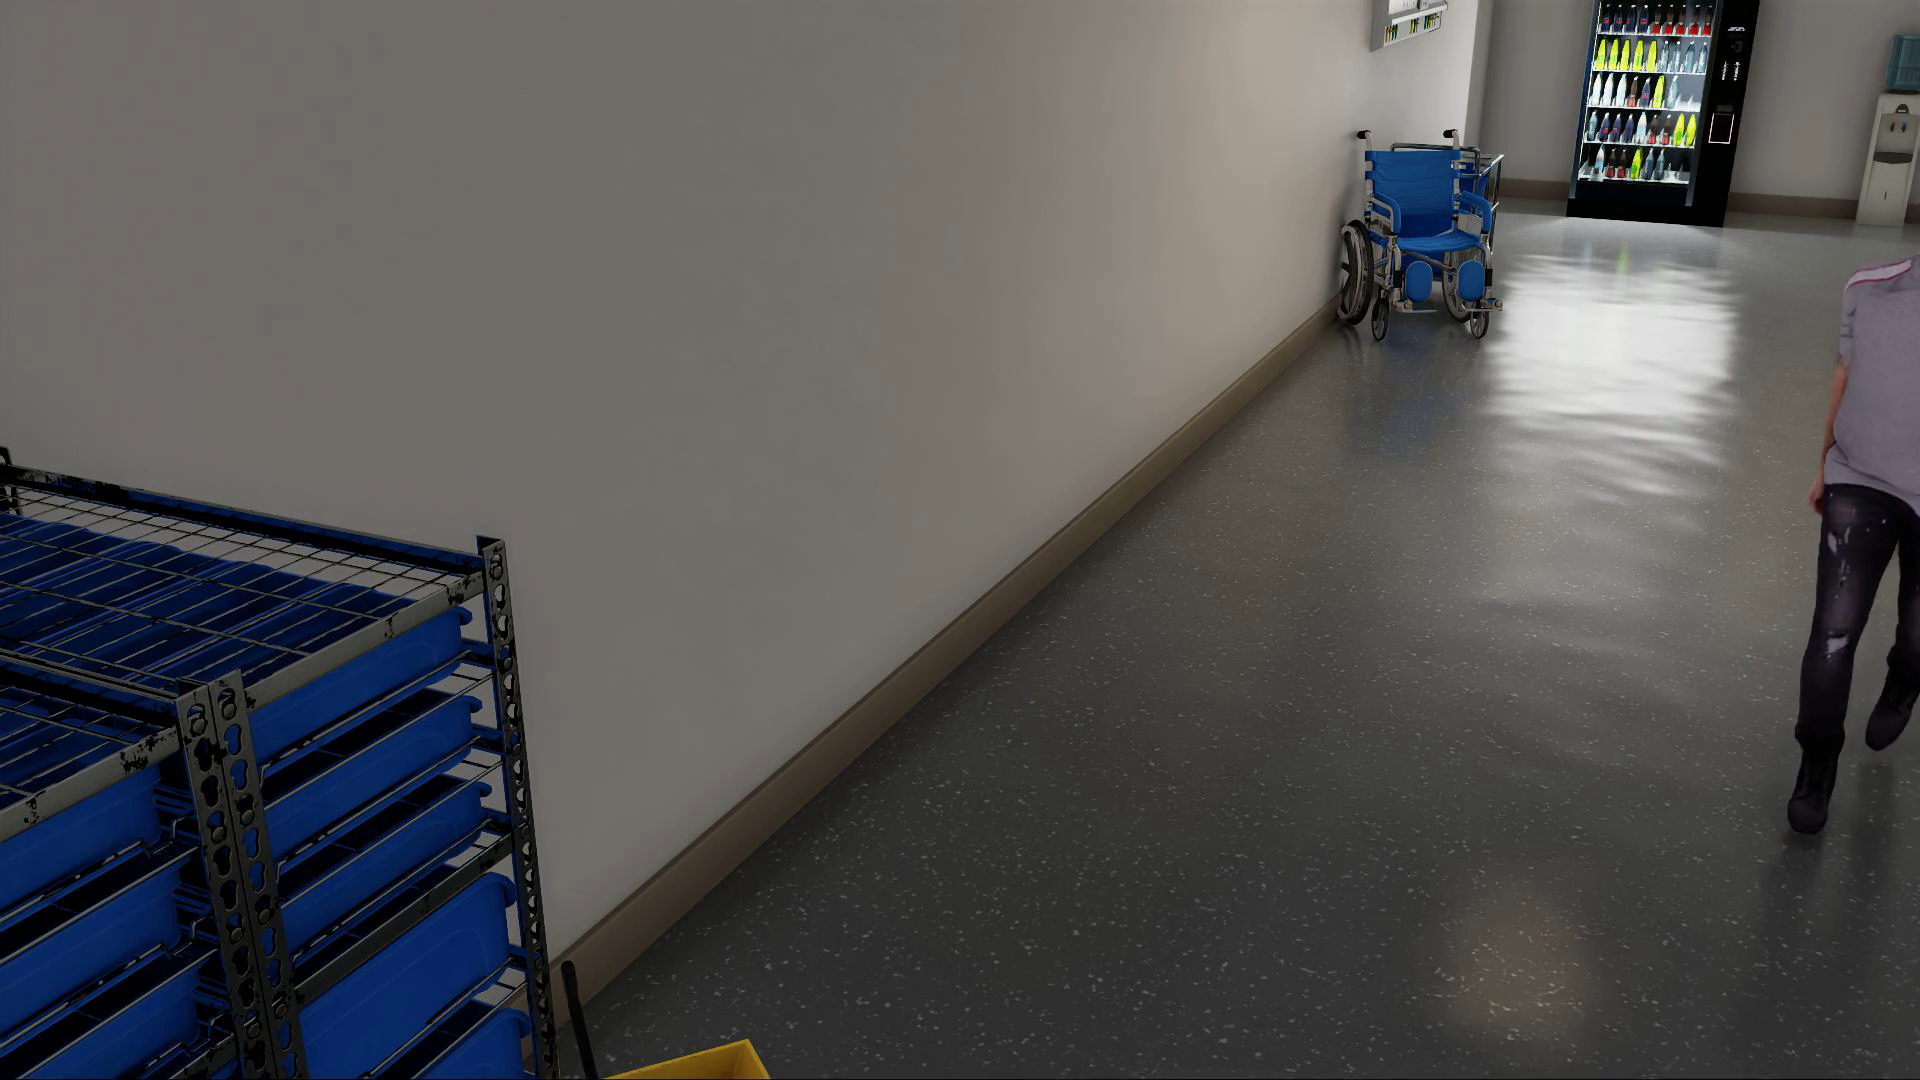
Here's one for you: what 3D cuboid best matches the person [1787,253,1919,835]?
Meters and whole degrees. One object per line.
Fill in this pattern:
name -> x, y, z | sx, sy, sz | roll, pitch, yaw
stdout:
person -> 2.661, -0.144, 4.627 | 1.190, 1.810, 0.870 | 14, 25, 32
